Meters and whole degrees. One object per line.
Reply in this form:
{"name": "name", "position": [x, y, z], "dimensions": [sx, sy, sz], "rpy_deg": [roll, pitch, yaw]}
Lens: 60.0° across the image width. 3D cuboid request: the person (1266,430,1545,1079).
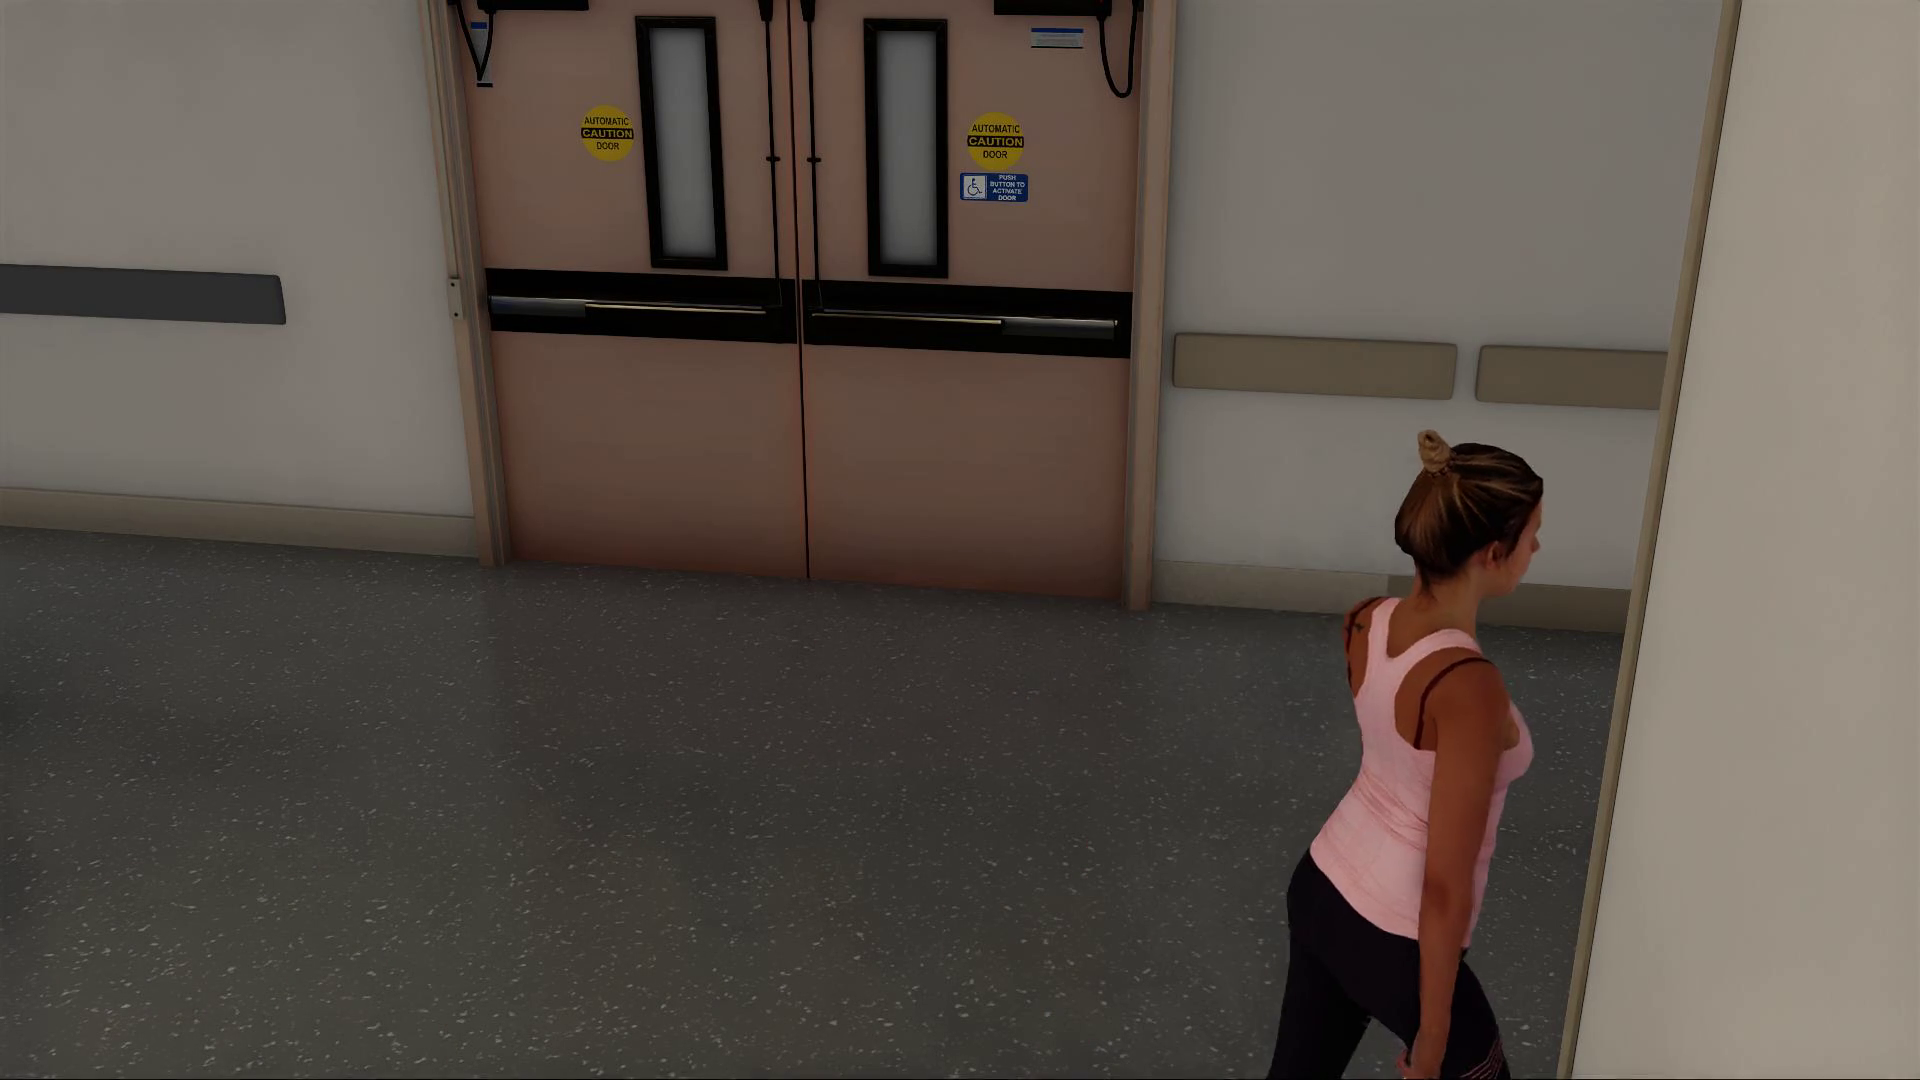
{"name": "person", "position": [0.602, 0.631, 2.607], "dimensions": [0.968, 1.635, 0.827], "rpy_deg": [-9, 22, -22]}
